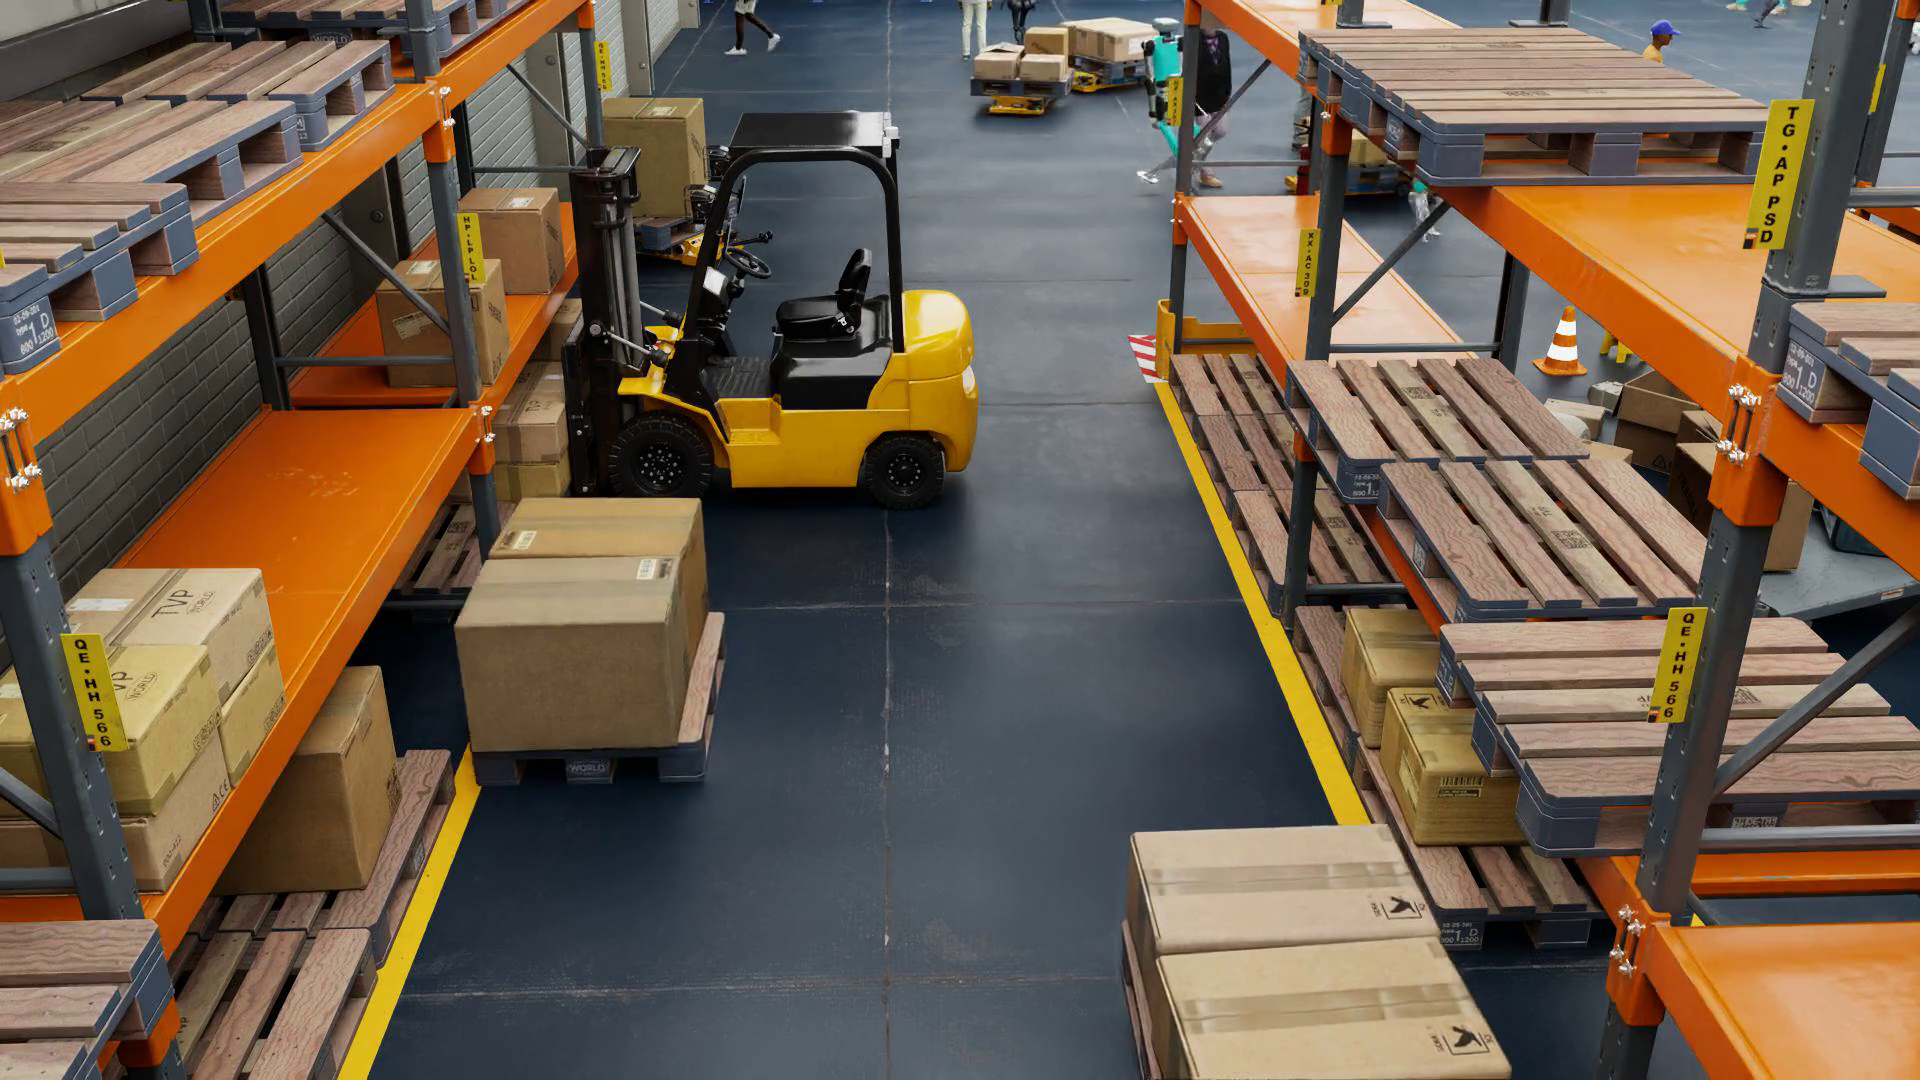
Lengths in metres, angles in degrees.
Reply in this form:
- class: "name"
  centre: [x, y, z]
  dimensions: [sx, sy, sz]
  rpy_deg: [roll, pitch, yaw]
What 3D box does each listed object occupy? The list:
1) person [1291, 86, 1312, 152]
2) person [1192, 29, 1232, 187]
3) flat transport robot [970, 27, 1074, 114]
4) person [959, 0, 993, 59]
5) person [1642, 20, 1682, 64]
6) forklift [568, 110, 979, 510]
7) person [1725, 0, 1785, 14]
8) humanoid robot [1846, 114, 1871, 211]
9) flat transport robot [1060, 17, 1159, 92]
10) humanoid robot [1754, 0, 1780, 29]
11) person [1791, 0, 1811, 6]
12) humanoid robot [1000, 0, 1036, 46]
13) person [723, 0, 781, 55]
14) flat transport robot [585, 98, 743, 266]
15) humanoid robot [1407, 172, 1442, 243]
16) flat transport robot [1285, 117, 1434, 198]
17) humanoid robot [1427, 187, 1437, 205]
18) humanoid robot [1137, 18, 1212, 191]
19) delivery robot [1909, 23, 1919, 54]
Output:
- class: "person"
  centre: [3.976, -5.304, 18.603]
  dimensions: [0.407, 1.925, 0.641]
  rpy_deg: [13, 28, 25]
- class: "person"
  centre: [2.549, -4.605, 17.242]
  dimensions: [0.561, 1.829, 0.530]
  rpy_deg: [-12, 28, -24]
- class: "flat transport robot"
  centre: [0.809, -5.672, 21.315]
  dimensions: [0.659, 0.231, 1.431]
  rpy_deg: [4, 26, 9]
- class: "person"
  centre: [0.223, -7.953, 24.405]
  dimensions: [0.562, 1.751, 0.329]
  rpy_deg: [8, 26, 16]
- class: "person"
  centre: [7.029, -4.425, 16.990]
  dimensions: [0.378, 1.712, 0.445]
  rpy_deg: [9, 27, 18]
- class: "forklift"
  centre: [-1.043, -1.379, 9.976]
  dimensions: [2.313, 2.155, 1.214]
  rpy_deg: [-1, 25, -2]
- class: "person"
  centre: [14.003, -10.126, 28.888]
  dimensions: [1.005, 1.871, 0.500]
  rpy_deg: [19, 31, 34]
- class: "humanoid robot"
  centre: [7.424, -3.089, 14.189]
  dimensions: [0.588, 1.641, 0.438]
  rpy_deg: [-10, 27, -20]
- class: "flat transport robot"
  centre: [2.056, -6.312, 22.670]
  dimensions: [1.431, 0.231, 0.659]
  rpy_deg: [-16, 30, -30]
- class: "humanoid robot"
  centre: [13.289, -9.201, 27.138]
  dimensions: [0.347, 1.654, 0.590]
  rpy_deg: [14, 29, 27]
- class: "person"
  centre: [15.219, -10.563, 29.775]
  dimensions: [0.398, 1.893, 0.532]
  rpy_deg: [16, 30, 31]
- class: "humanoid robot"
  centre: [0.848, -8.113, 24.859]
  dimensions: [0.607, 1.645, 0.552]
  rpy_deg: [-16, 30, -30]
- class: "person"
  centre: [-3.149, -8.208, 24.826]
  dimensions: [0.766, 1.872, 0.562]
  rpy_deg: [1, 25, 2]
- class: "flat transport robot"
  centre: [-2.746, -2.729, 15.082]
  dimensions: [1.431, 0.231, 0.659]
  rpy_deg: [12, 28, 24]
- class: "humanoid robot"
  centre: [4.342, -3.623, 15.273]
  dimensions: [0.530, 1.811, 0.667]
  rpy_deg: [-19, 31, -34]
- class: "flat transport robot"
  centre: [4.145, -3.695, 17.128]
  dimensions: [1.431, 0.231, 0.659]
  rpy_deg: [-4, 26, -8]
- class: "humanoid robot"
  centre: [4.744, -4.205, 16.608]
  dimensions: [0.607, 1.638, 0.558]
  rpy_deg: [-12, 28, -24]
- class: "humanoid robot"
  centre: [2.198, -4.300, 16.675]
  dimensions: [0.531, 1.727, 0.959]
  rpy_deg: [-16, 30, -31]
- class: "delivery robot"
  centre: [14.591, -7.684, 25.235]
  dimensions: [0.782, 0.589, 0.499]
  rpy_deg: [-15, 29, -29]
